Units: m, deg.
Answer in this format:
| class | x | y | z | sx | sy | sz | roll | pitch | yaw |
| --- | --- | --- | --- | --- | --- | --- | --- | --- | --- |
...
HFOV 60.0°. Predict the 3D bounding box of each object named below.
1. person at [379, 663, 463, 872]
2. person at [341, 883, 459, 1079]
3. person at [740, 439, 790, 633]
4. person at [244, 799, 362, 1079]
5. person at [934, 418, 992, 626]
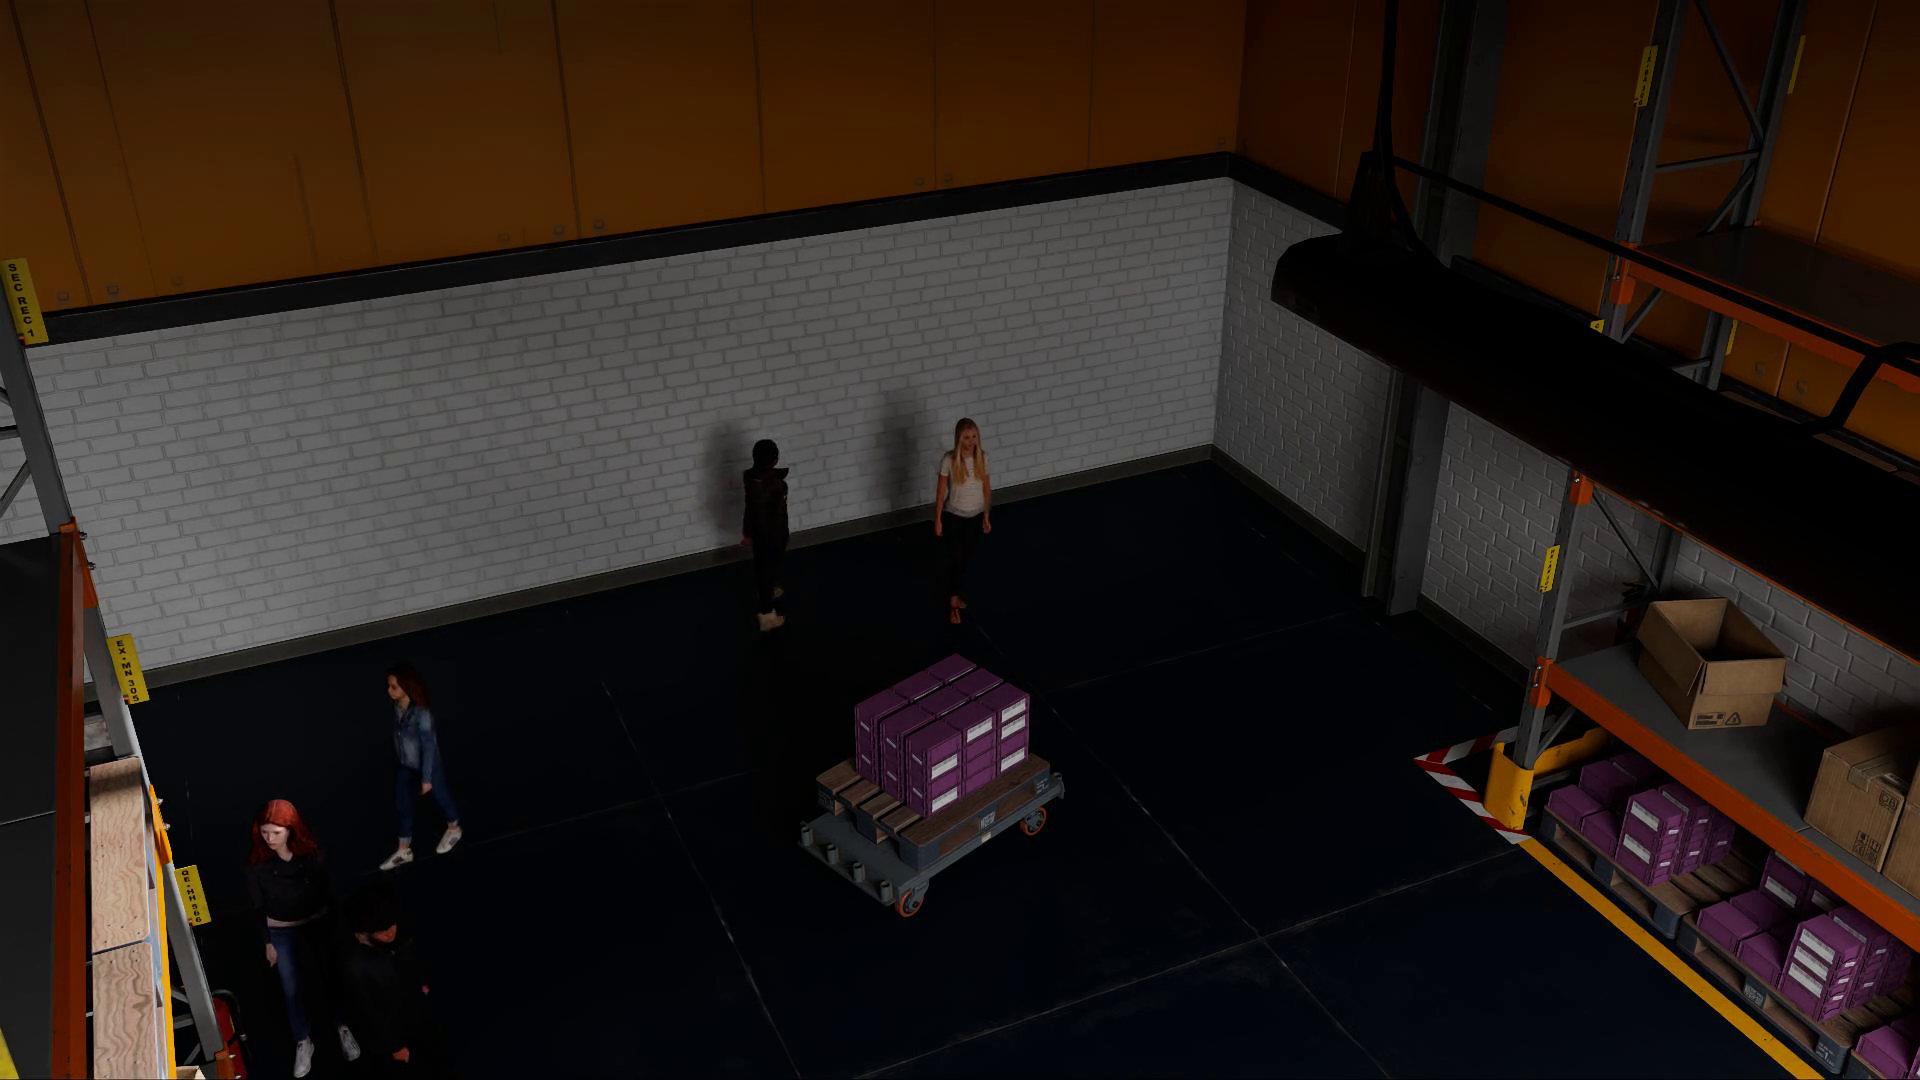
| class | x | y | z | sx | sy | sz | roll | pitch | yaw |
| --- | --- | --- | --- | --- | --- | --- | --- | --- | --- |
| person | -3.451 | 1.414 | 10.817 | 0.866 | 1.460 | 0.886 | 15 | 32 | 25 |
| person | -3.013 | 2.447 | 8.641 | 1.105 | 1.730 | 1.028 | 9 | 30 | 15 |
| person | -1.455 | -0.110 | 13.418 | 0.939 | 1.645 | 0.961 | 7 | 29 | 13 |
| person | -3.613 | 2.151 | 9.122 | 0.567 | 1.790 | 0.526 | -12 | 31 | -20 |
| person | -0.011 | -0.194 | 13.416 | 0.614 | 1.793 | 0.715 | -14 | 32 | -24 |
